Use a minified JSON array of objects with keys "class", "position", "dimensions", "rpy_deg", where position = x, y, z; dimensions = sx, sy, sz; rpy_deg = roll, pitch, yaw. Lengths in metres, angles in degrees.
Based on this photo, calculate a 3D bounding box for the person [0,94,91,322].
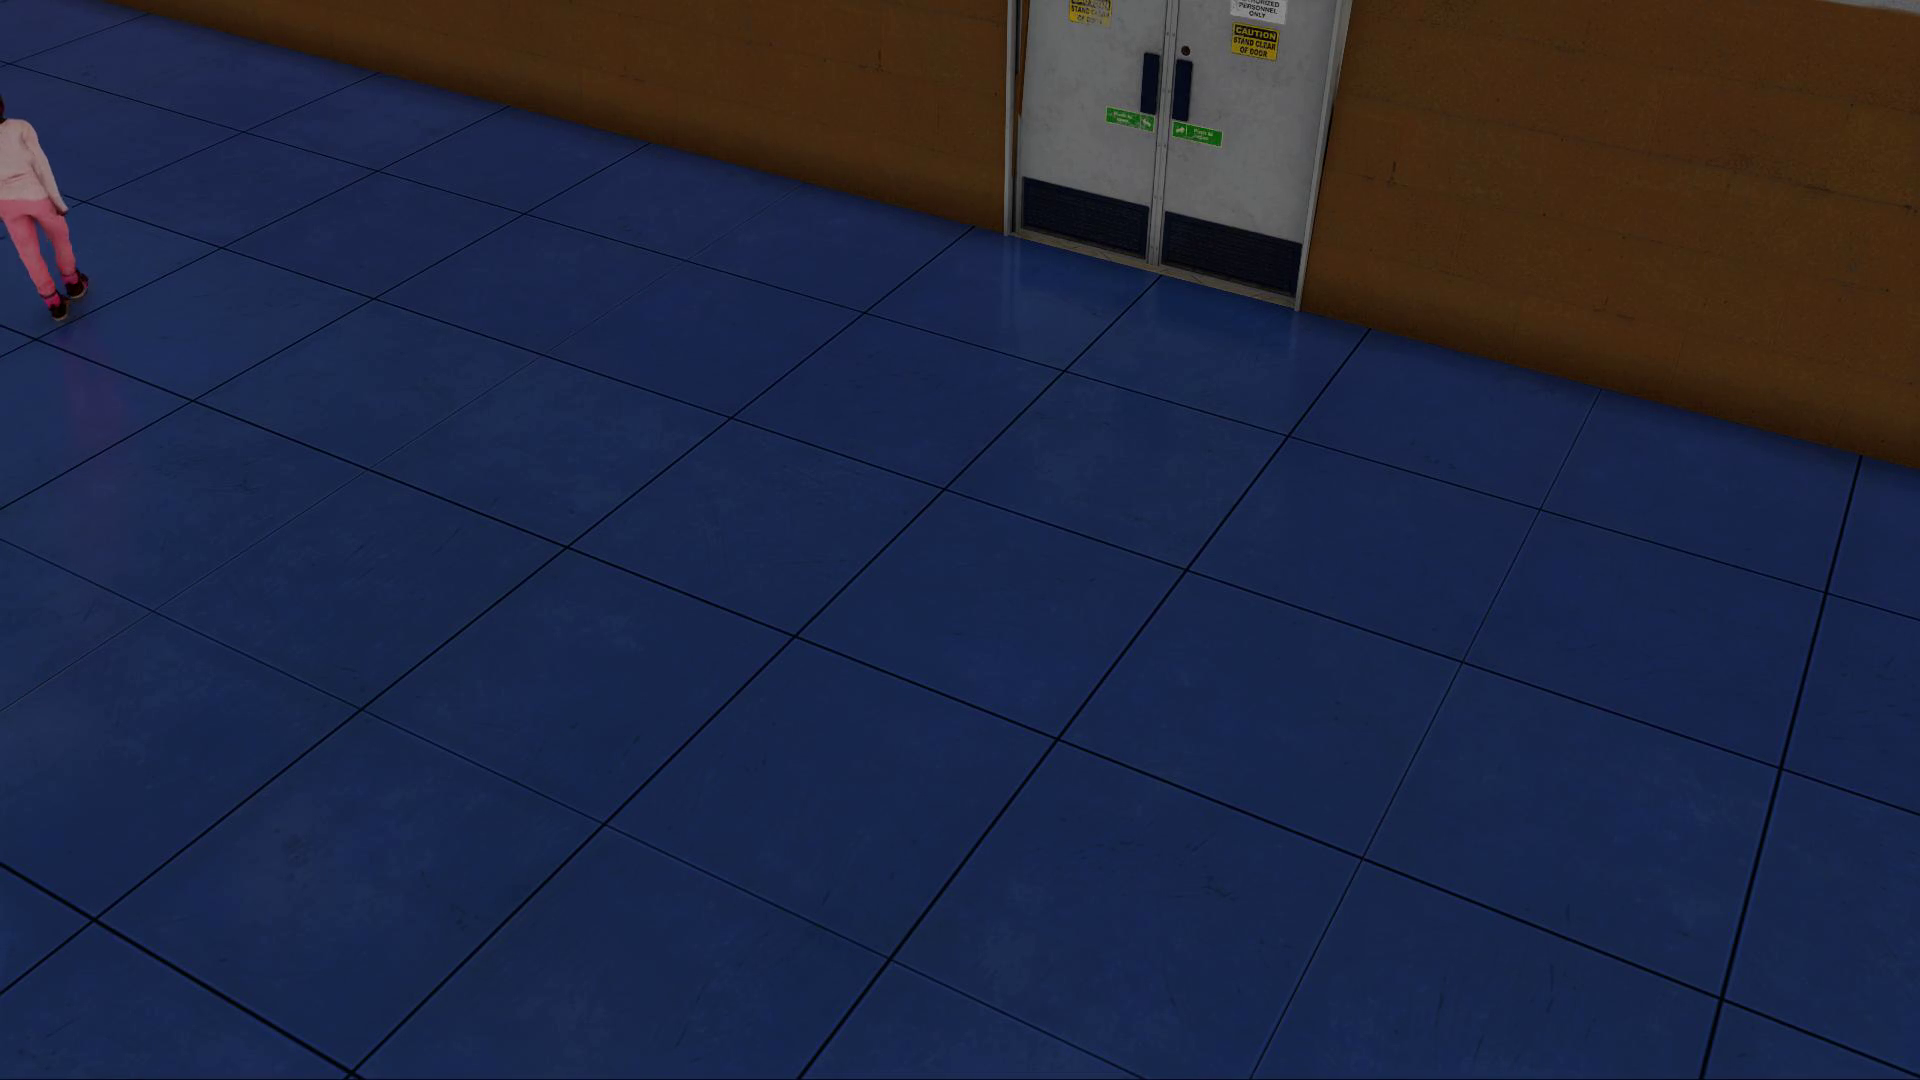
[{"class":"person","position":[-5.320,-1.912,9.443],"dimensions":[0.776,1.436,0.831],"rpy_deg":[-12,38,-15]}]
